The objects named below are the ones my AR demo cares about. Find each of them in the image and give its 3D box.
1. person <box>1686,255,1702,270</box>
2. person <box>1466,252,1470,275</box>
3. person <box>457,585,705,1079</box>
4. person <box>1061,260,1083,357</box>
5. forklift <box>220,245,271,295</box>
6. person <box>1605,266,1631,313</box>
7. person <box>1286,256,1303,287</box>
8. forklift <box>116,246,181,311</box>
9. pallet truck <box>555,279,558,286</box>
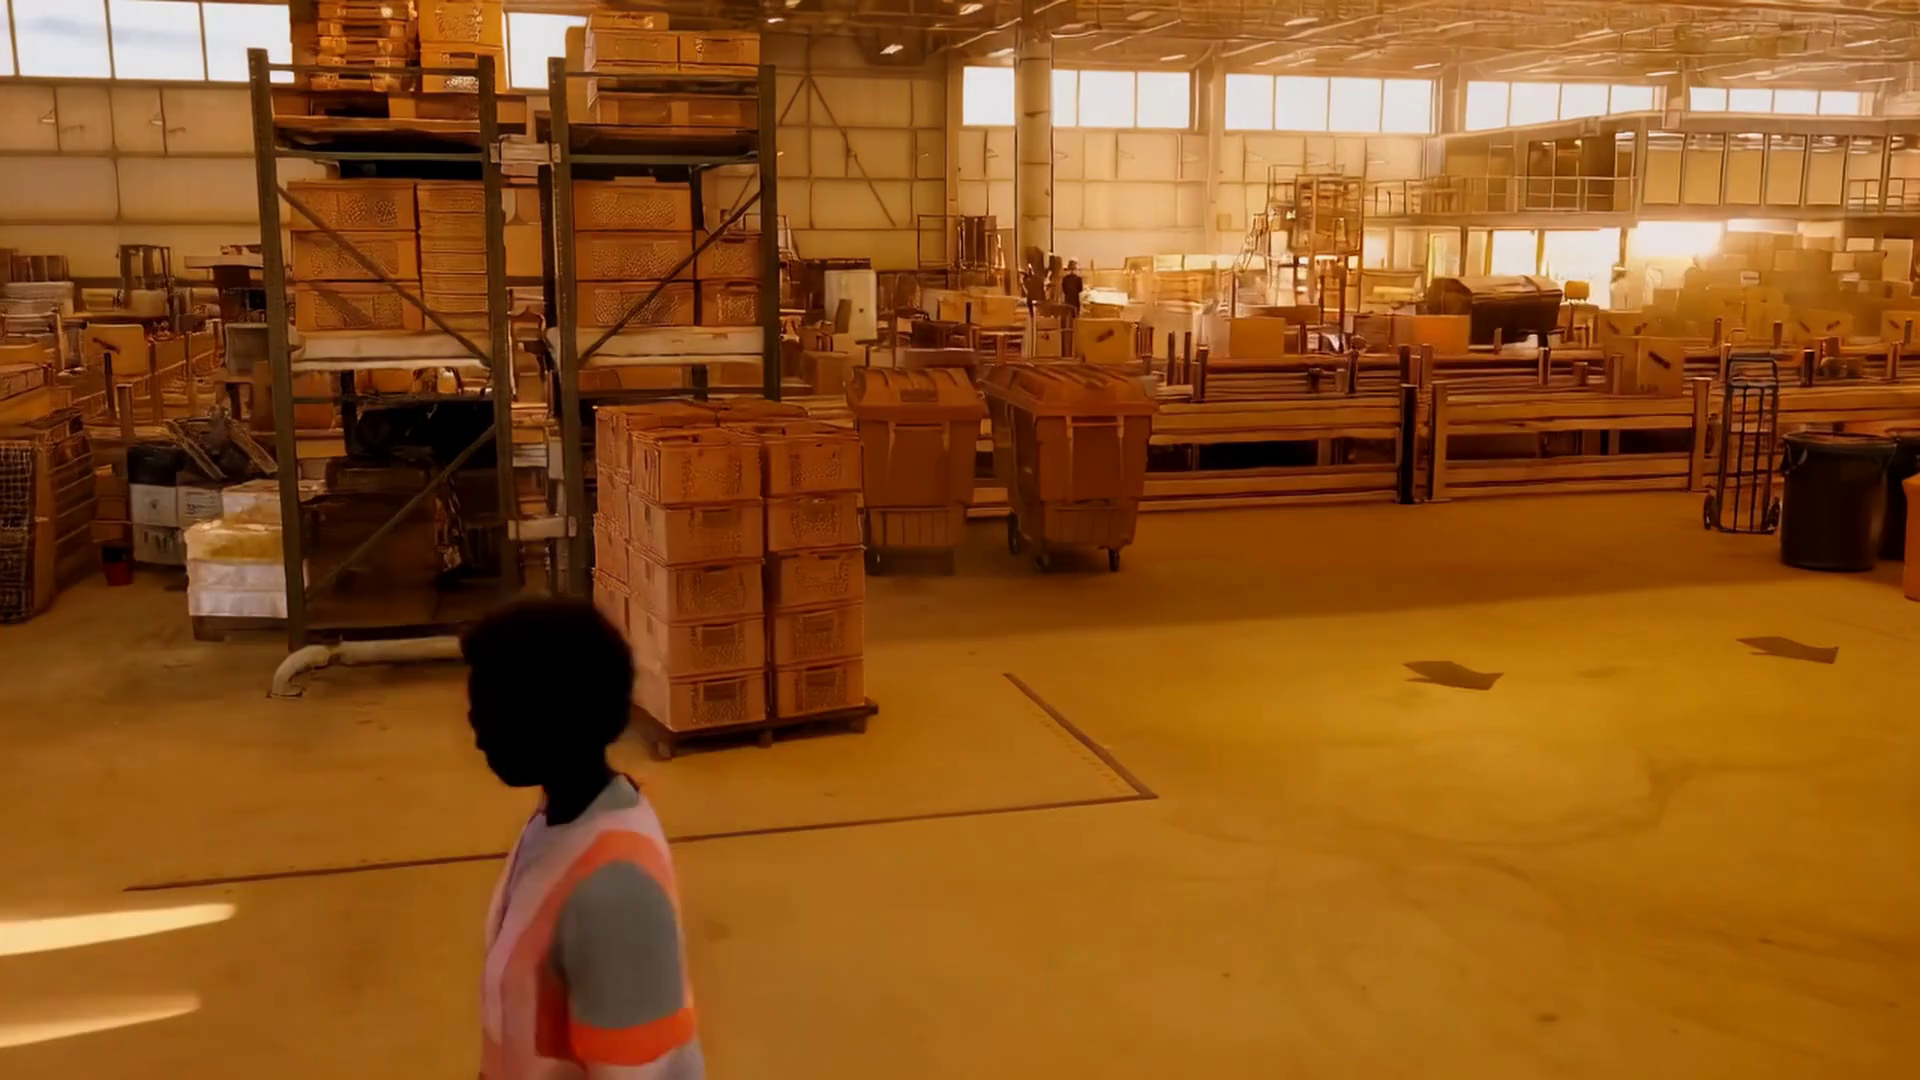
[{"bbox_3d":[20.559,-7.028,46.581,0.563,1.891,0.989,-5,11,-26],"label":"person"},{"bbox_3d":[17.423,-8.975,57.480,0.384,1.922,0.593,7,12,33],"label":"person"},{"bbox_3d":[-0.462,0.880,2.406,0.528,1.674,0.537,-3,11,-19],"label":"person"},{"bbox_3d":[2.162,-4.442,31.963,0.329,1.874,0.518,-9,13,-41],"label":"person"},{"bbox_3d":[-17.749,-6.334,41.440,1.157,1.987,2.680,-3,10,-17],"label":"forklift"},{"bbox_3d":[13.046,-4.555,32.957,0.527,1.744,0.726,0,10,3],"label":"person"},{"bbox_3d":[10.372,-7.919,51.718,0.841,1.859,0.581,-9,14,-43],"label":"person"},{"bbox_3d":[-19.966,-6.232,40.894,1.157,1.987,2.680,-3,10,-15],"label":"forklift"},{"bbox_3d":[-10.604,-6.375,44.520,0.653,1.274,1.630,-3,10,-15],"label":"pallet truck"}]
